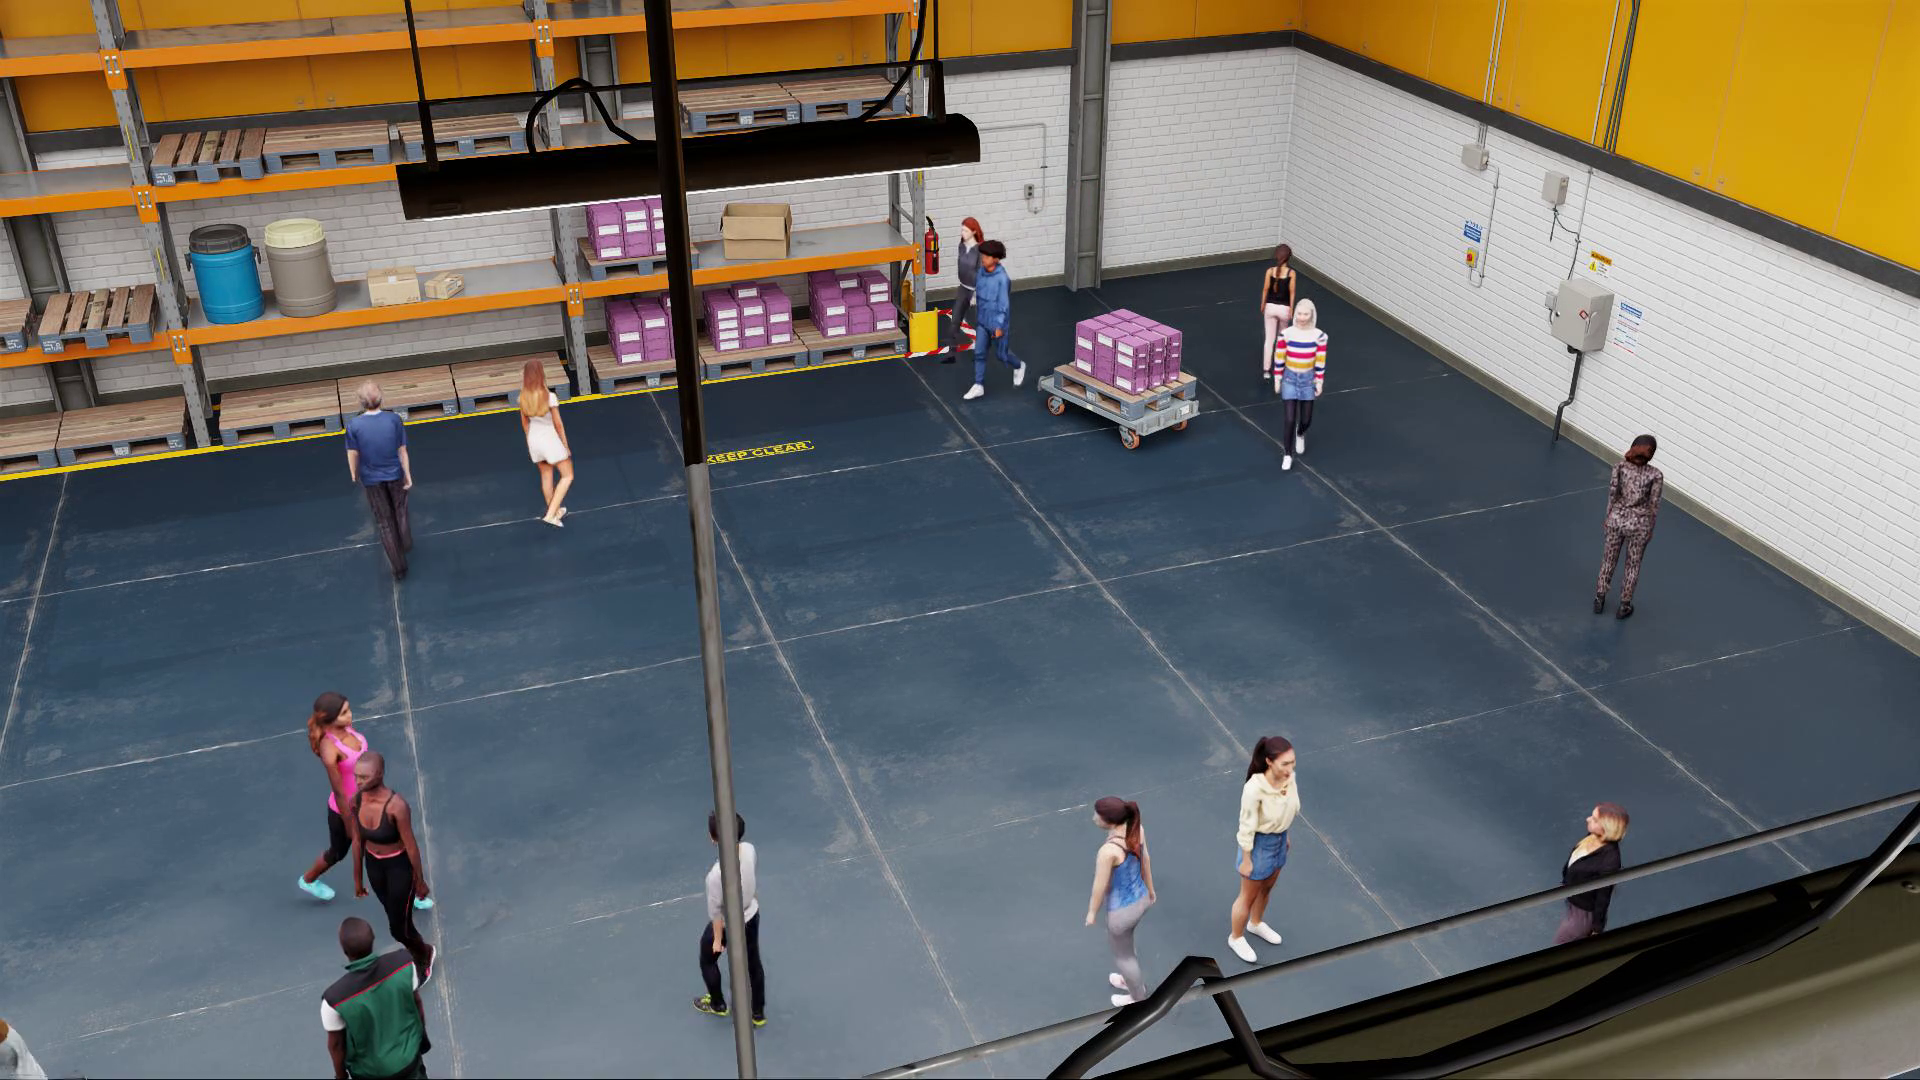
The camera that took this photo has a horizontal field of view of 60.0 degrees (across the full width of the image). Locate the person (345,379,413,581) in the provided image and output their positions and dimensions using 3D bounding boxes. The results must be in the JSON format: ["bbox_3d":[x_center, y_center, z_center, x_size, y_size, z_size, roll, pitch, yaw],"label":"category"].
[{"bbox_3d":[-5.095,-0.497,14.741,0.960,1.846,0.824,-14,32,-24],"label":"person"}]

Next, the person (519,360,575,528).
[{"bbox_3d":[-3.898,-0.865,15.581,0.859,1.688,0.905,9,30,16],"label":"person"}]

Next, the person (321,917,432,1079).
[{"bbox_3d":[-3.040,2.743,8.811,0.682,1.836,0.820,-25,37,-37],"label":"person"}]

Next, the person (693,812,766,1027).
[{"bbox_3d":[-1.291,2.301,9.934,0.811,1.538,0.764,19,34,30],"label":"person"}]

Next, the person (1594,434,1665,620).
[{"bbox_3d":[5.708,-0.128,14.203,0.684,1.714,0.729,18,33,29],"label":"person"}]

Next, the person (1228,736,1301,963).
[{"bbox_3d":[1.927,1.923,10.531,0.615,1.630,0.773,-23,36,-36],"label":"person"}]

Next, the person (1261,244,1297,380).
[{"bbox_3d":[3.586,-2.551,18.846,1.038,1.522,0.958,6,29,11],"label":"person"}]

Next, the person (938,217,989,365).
[{"bbox_3d":[0.207,-2.872,19.190,0.830,1.755,1.006,24,37,37],"label":"person"}]

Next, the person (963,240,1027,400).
[{"bbox_3d":[0.427,-2.439,18.362,1.164,1.787,0.958,-25,37,-37],"label":"person"}]

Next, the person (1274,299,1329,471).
[{"bbox_3d":[3.441,-1.605,16.821,0.861,1.800,0.912,7,29,13],"label":"person"}]

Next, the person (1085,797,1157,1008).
[{"bbox_3d":[1.043,2.220,10.039,0.724,1.578,0.784,-25,37,-38],"label":"person"}]

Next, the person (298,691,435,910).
[{"bbox_3d":[-4.043,1.737,10.815,1.201,1.684,0.964,5,29,10],"label":"person"}]

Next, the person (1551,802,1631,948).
[{"bbox_3d":[3.806,2.263,9.894,1.092,1.643,0.924,5,29,10],"label":"person"}]

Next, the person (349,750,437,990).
[{"bbox_3d":[-3.439,1.998,10.273,0.716,1.745,0.783,11,30,19],"label":"person"}]
